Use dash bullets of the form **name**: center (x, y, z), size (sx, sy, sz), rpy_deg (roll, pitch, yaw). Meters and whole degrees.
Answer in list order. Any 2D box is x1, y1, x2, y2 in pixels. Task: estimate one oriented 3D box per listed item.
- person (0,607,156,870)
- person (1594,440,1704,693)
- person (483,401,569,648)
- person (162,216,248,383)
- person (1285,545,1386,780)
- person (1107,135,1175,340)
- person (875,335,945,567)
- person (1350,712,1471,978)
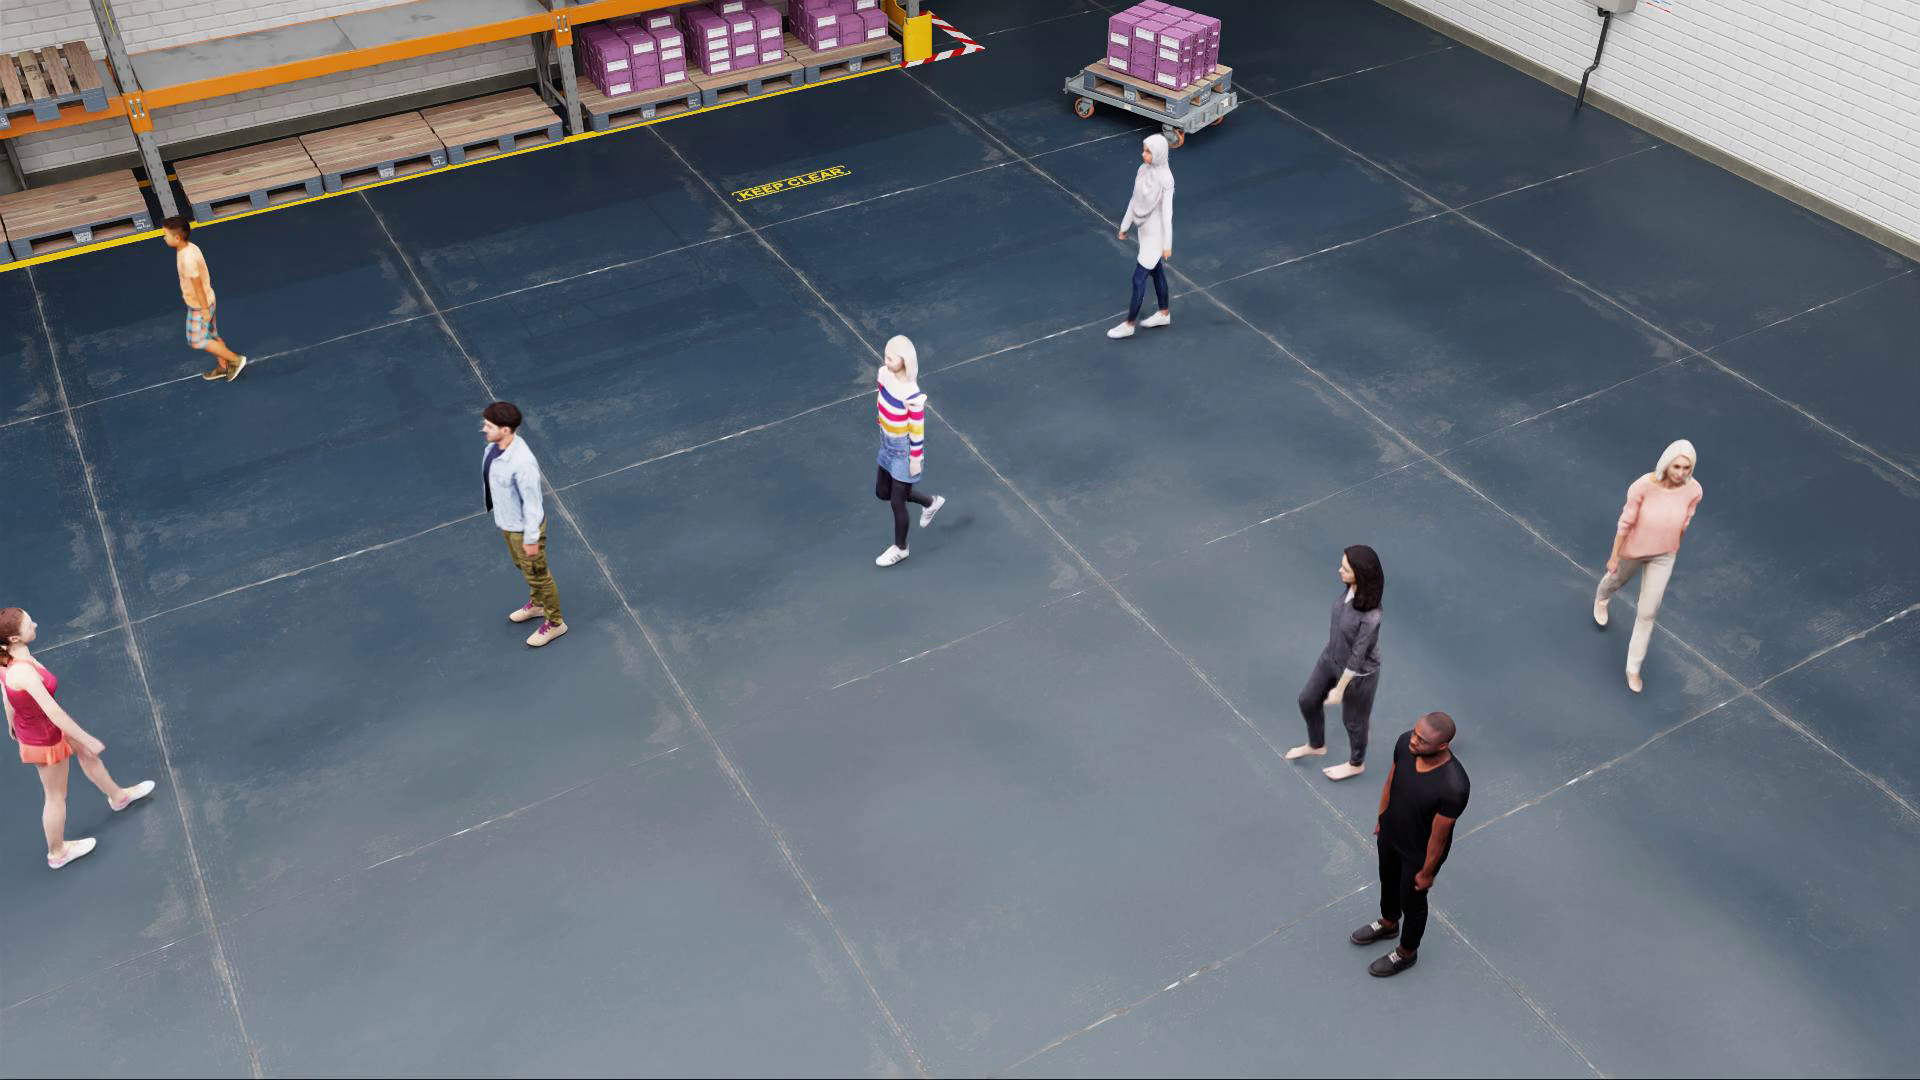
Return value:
- **person**: center (-5.157, 1.126, 9.219), size (1.006, 1.721, 0.781), rpy_deg (-32, 48, -33)
- **person**: center (4.356, 0.027, 10.634), size (1.177, 1.673, 1.131), rpy_deg (4, 39, 5)
- **person**: center (-2.817, -0.122, 10.709), size (0.547, 1.812, 0.669), rpy_deg (-21, 43, -24)
- **person**: center (-5.977, -1.909, 13.235), size (0.606, 1.451, 0.552), rpy_deg (-17, 42, -21)
- **person**: center (2.374, 0.739, 9.684), size (0.775, 1.746, 0.718), rpy_deg (-8, 39, -9)
- **person**: center (1.672, -2.522, 13.759), size (0.917, 1.755, 0.736), rpy_deg (-13, 40, -15)
- **person**: center (-0.338, -0.634, 11.363), size (0.888, 1.797, 0.707), rpy_deg (-25, 45, -28)
- **person**: center (2.353, 1.558, 8.601), size (0.591, 1.817, 0.685), rpy_deg (-15, 41, -18)
